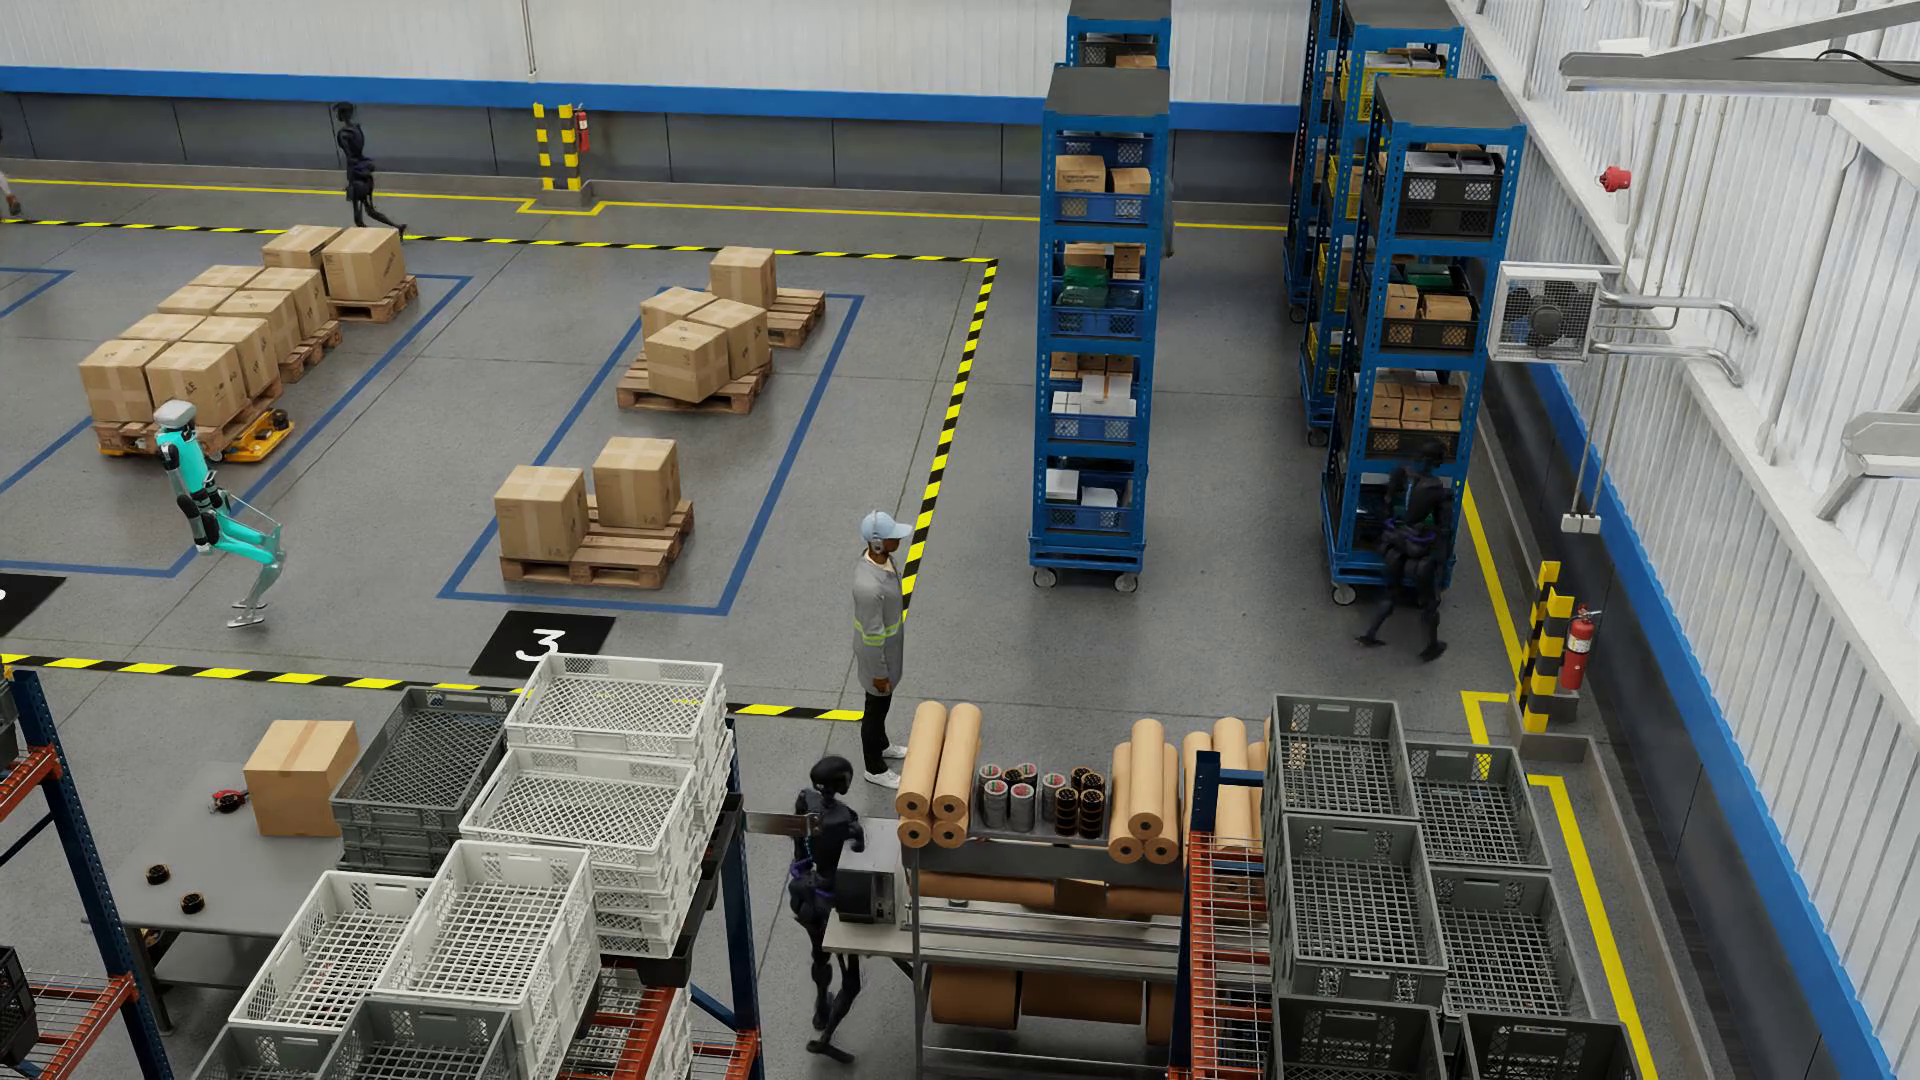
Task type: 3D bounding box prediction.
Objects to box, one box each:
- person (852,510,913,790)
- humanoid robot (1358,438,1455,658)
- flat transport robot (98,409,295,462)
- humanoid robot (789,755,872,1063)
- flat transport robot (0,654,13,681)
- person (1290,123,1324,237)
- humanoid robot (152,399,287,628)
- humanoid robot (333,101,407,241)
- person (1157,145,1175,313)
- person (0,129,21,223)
[{"bbox_3d":[-0.455,0.646,9.990,0.371,1.852,0.588,2,30,3],"label":"person"},{"bbox_3d":[3.069,0.034,11.244,0.555,1.648,0.608,-21,36,-32],"label":"humanoid robot"},{"bbox_3d":[-6.541,-0.934,14.249,1.431,0.197,0.652,3,30,6],"label":"flat transport robot"},{"bbox_3d":[-0.680,1.802,8.184,0.463,1.646,0.595,-26,39,-37],"label":"humanoid robot"},{"bbox_3d":[-7.142,0.969,11.010,1.431,0.231,0.659,3,30,6],"label":"flat transport robot"},{"bbox_3d":[3.652,-3.768,17.459,0.366,1.965,0.607,8,31,14],"label":"person"},{"bbox_3d":[-4.971,-0.181,11.392,0.735,1.677,0.533,-4,30,-7],"label":"humanoid robot"},{"bbox_3d":[-6.453,-3.943,18.062,0.571,1.641,0.609,-2,30,-4],"label":"humanoid robot"},{"bbox_3d":[1.842,-2.973,16.154,0.874,1.897,0.643,-23,37,-34],"label":"person"},{"bbox_3d":[-11.108,-4.493,18.801,0.471,1.866,0.602,16,34,25],"label":"person"}]
